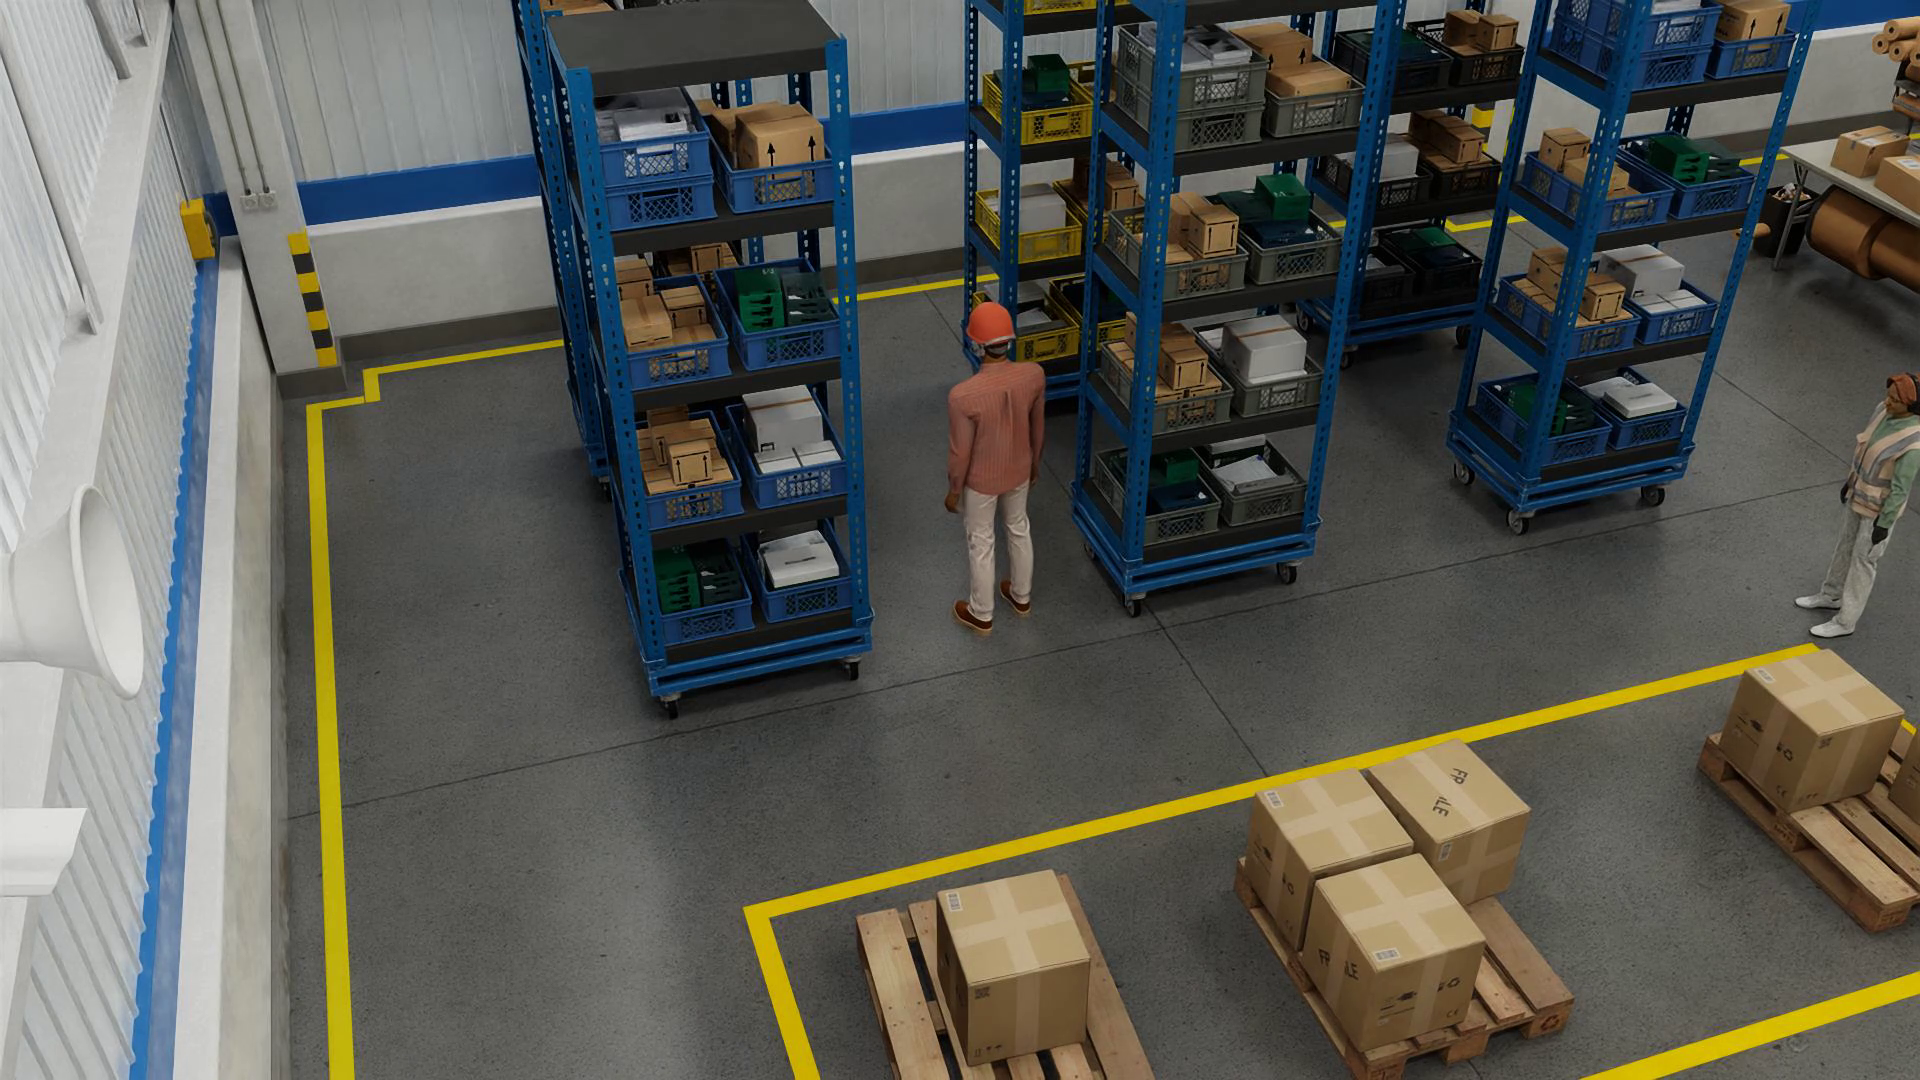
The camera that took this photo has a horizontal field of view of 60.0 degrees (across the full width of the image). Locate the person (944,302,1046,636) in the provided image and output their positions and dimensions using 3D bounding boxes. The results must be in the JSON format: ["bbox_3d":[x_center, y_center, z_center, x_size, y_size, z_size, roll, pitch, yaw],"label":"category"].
[{"bbox_3d":[0.177,-0.382,9.090,0.623,1.989,0.400,-21,40,-27],"label":"person"}]

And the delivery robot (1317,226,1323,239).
[{"bbox_3d":[2.739,-2.193,12.819,0.707,0.478,0.477,-13,37,-18],"label":"delivery robot"}]

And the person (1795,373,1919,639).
[{"bbox_3d":[5.007,-0.195,9.136,0.313,1.634,0.514,3,35,4],"label":"person"}]
